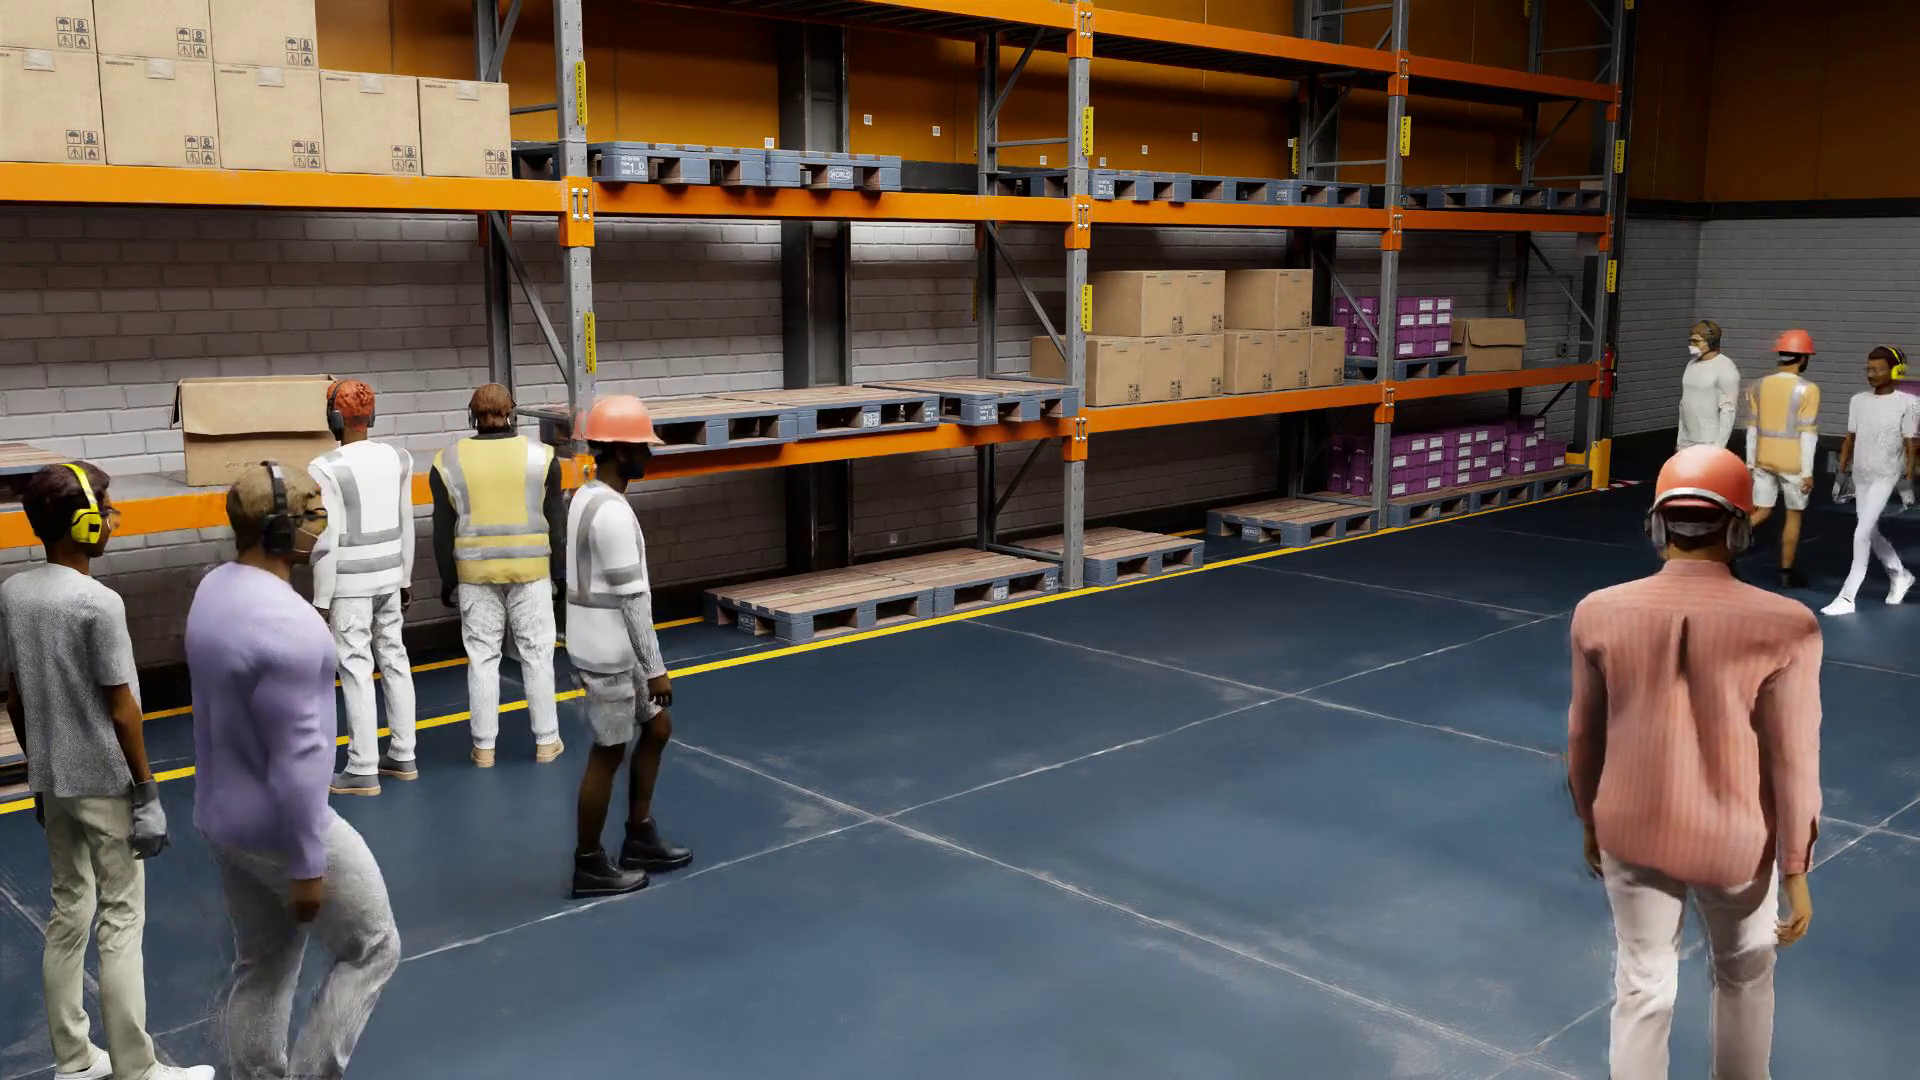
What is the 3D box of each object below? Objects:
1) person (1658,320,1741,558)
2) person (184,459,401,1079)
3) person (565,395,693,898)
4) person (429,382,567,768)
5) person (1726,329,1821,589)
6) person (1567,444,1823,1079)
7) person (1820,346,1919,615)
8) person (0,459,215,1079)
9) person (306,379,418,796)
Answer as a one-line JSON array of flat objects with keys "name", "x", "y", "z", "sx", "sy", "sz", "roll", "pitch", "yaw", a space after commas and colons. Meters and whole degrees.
[{"name": "person", "x": 5.861, "y": -0.765, "z": 13.138, "sx": 0.371, "sy": 1.934, "sz": 0.627, "roll": -1, "pitch": 10, "yaw": -8}, {"name": "person", "x": -1.744, "y": 0.747, "z": 4.337, "sx": 0.630, "sy": 1.925, "sz": 0.445, "roll": 9, "pitch": 14, "yaw": 44}, {"name": "person", "x": -1.224, "y": 0.412, "z": 6.311, "sx": 0.652, "sy": 1.917, "sz": 0.549, "roll": -3, "pitch": 10, "yaw": -18}, {"name": "person", "x": -2.178, "y": 0.170, "z": 7.942, "sx": 0.619, "sy": 1.840, "sz": 0.430, "roll": -2, "pitch": 10, "yaw": -13}, {"name": "person", "x": 5.899, "y": -0.568, "z": 12.034, "sx": 0.758, "sy": 1.915, "sz": 0.554, "roll": -4, "pitch": 11, "yaw": -24}, {"name": "person", "x": 1.882, "y": 0.737, "z": 4.259, "sx": 0.630, "sy": 1.955, "sz": 0.815, "roll": 7, "pitch": 12, "yaw": 37}, {"name": "person", "x": 6.303, "y": -0.418, "z": 11.405, "sx": 0.918, "sy": 1.837, "sz": 0.529, "roll": -4, "pitch": 11, "yaw": -23}, {"name": "person", "x": -2.455, "y": 0.704, "z": 4.728, "sx": 0.509, "sy": 1.868, "sz": 0.328, "roll": 5, "pitch": 11, "yaw": 25}, {"name": "person", "x": -2.710, "y": 0.214, "z": 7.546, "sx": 0.345, "sy": 1.882, "sz": 0.584, "roll": 5, "pitch": 11, "yaw": 25}]
